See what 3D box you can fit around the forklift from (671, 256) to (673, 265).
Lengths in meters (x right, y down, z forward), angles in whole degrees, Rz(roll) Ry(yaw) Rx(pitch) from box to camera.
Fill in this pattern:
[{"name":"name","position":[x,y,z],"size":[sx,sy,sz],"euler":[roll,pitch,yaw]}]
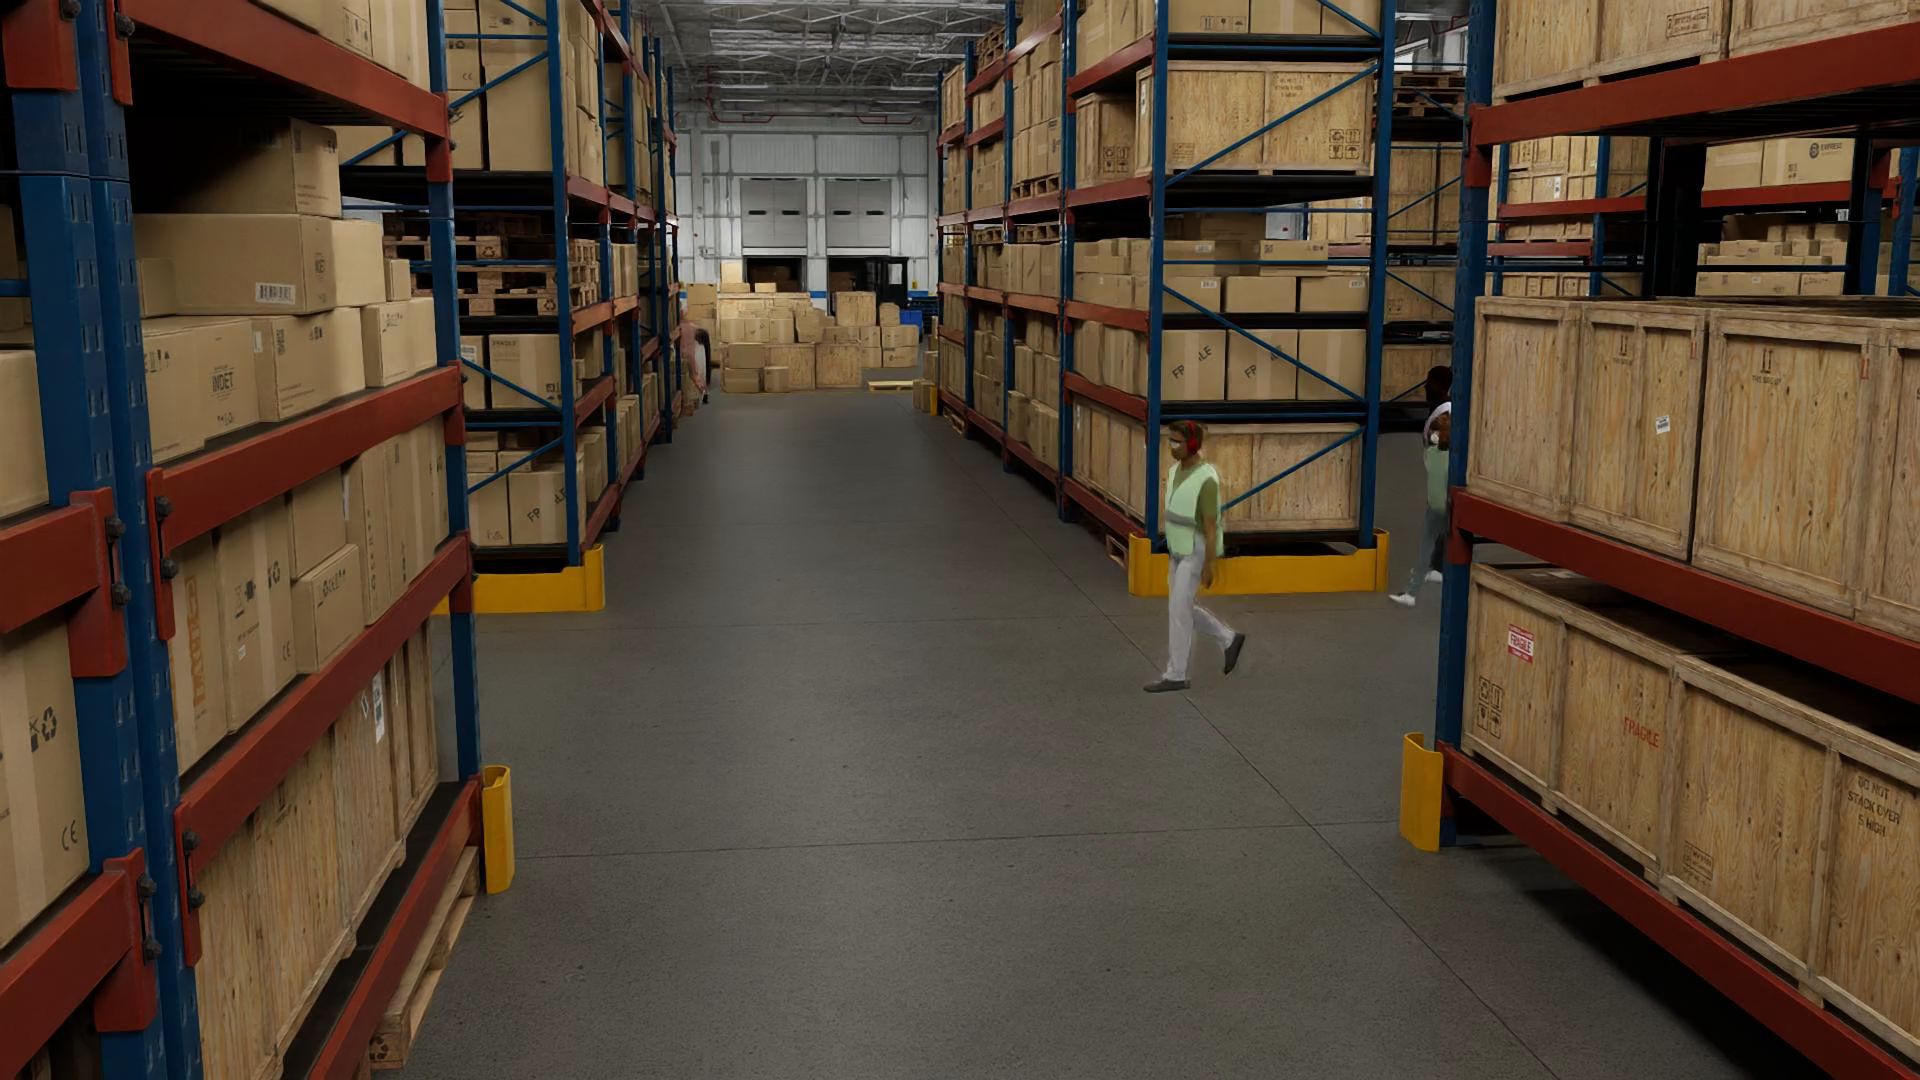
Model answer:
[{"name":"forklift","position":[-10.987,-9.066,61.344],"size":[1.129,2.768,1.873],"euler":[-1,10,-7]}]

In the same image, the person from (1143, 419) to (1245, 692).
[{"name":"person","position":[1.583,0.099,11.080],"size":[0.718,1.826,0.569],"euler":[-3,10,-17]}]

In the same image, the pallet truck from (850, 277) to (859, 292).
[{"name":"pallet truck","position":[-3.782,-9.391,65.808],"size":[1.885,1.965,0.823],"euler":[2,10,10]}]

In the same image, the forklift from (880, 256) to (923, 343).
[{"name":"forklift","position":[-2.114,-7.817,54.072],"size":[1.129,2.768,1.873],"euler":[-6,12,-33]}]

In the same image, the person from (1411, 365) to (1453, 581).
[{"name":"person","position":[4.270,-0.588,14.783],"size":[0.390,1.920,0.587],"euler":[2,10,10]}]

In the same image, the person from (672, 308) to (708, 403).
[{"name":"person","position":[-5.314,-3.557,32.308],"size":[0.841,1.878,0.673],"euler":[7,12,35]}]

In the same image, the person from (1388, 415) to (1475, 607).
[{"name":"person","position":[3.954,-0.229,13.622],"size":[0.843,1.589,0.520],"euler":[-4,11,-23]}]
